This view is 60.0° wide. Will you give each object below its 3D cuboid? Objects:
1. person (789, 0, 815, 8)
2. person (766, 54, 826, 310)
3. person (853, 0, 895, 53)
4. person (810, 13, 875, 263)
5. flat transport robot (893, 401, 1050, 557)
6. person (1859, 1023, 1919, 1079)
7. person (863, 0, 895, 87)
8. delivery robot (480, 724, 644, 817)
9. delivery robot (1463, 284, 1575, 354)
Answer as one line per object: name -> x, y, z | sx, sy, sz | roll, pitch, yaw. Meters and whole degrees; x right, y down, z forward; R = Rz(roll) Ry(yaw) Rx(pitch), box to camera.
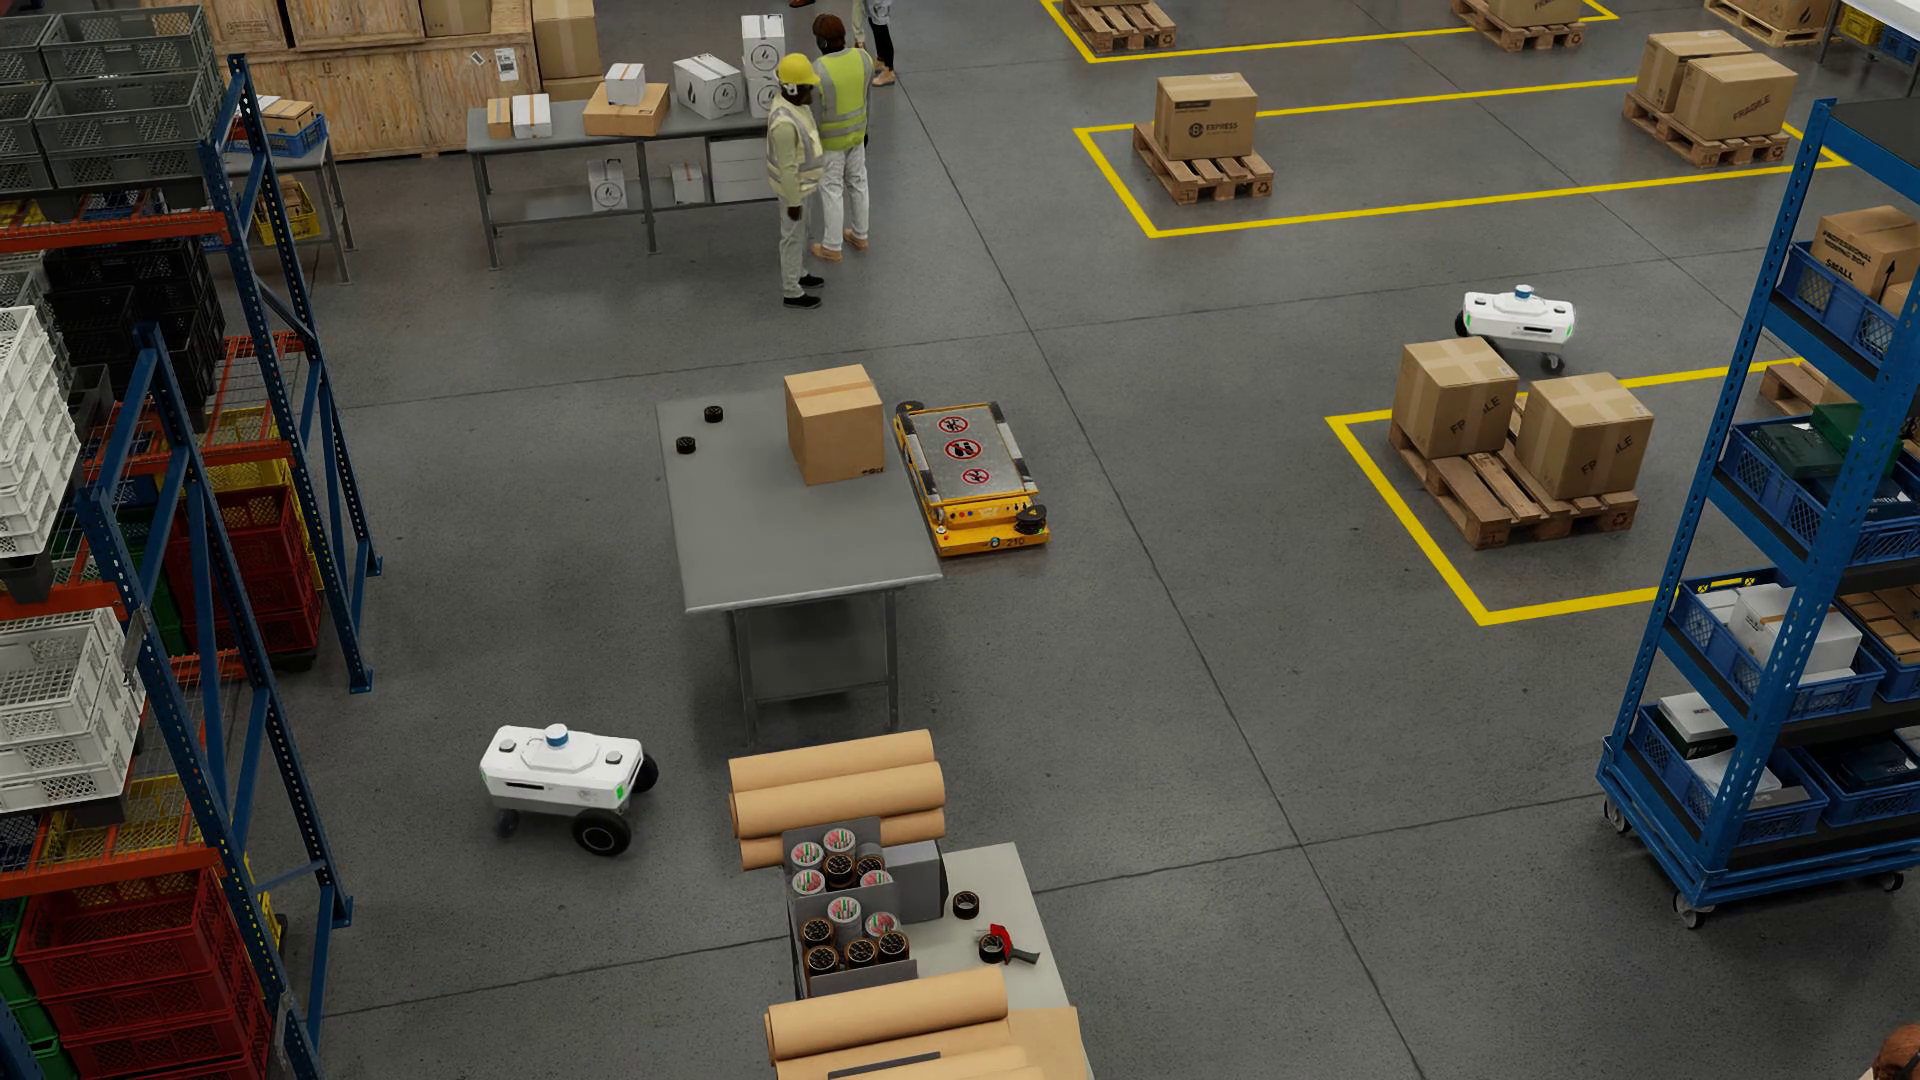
person -> -1.705, -6.356, 16.719 | 0.399, 1.902, 0.642 | -19, 40, -23
person -> -1.130, -2.504, 11.608 | 0.405, 1.822, 0.604 | 1, 37, 2
person -> -0.848, -5.461, 15.558 | 0.518, 1.856, 0.329 | -17, 40, -21
person -> -0.910, -2.937, 12.174 | 0.621, 1.842, 0.429 | -30, 46, -34
flat transport robot -> 0.046, -0.430, 10.108 | 0.652, 0.197, 1.431 | -8, 37, -10
person -> 2.923, 2.155, 5.494 | 0.522, 1.640, 0.306 | -29, 45, -33
person -> -0.783, -4.973, 15.037 | 0.325, 1.688, 0.538 | -10, 38, -13
delivery robot -> -1.857, 1.068, 7.783 | 0.707, 0.478, 0.477 | 5, 37, 7
delivery robot -> 3.758, -1.487, 11.217 | 0.707, 0.478, 0.477 | 8, 37, 10
